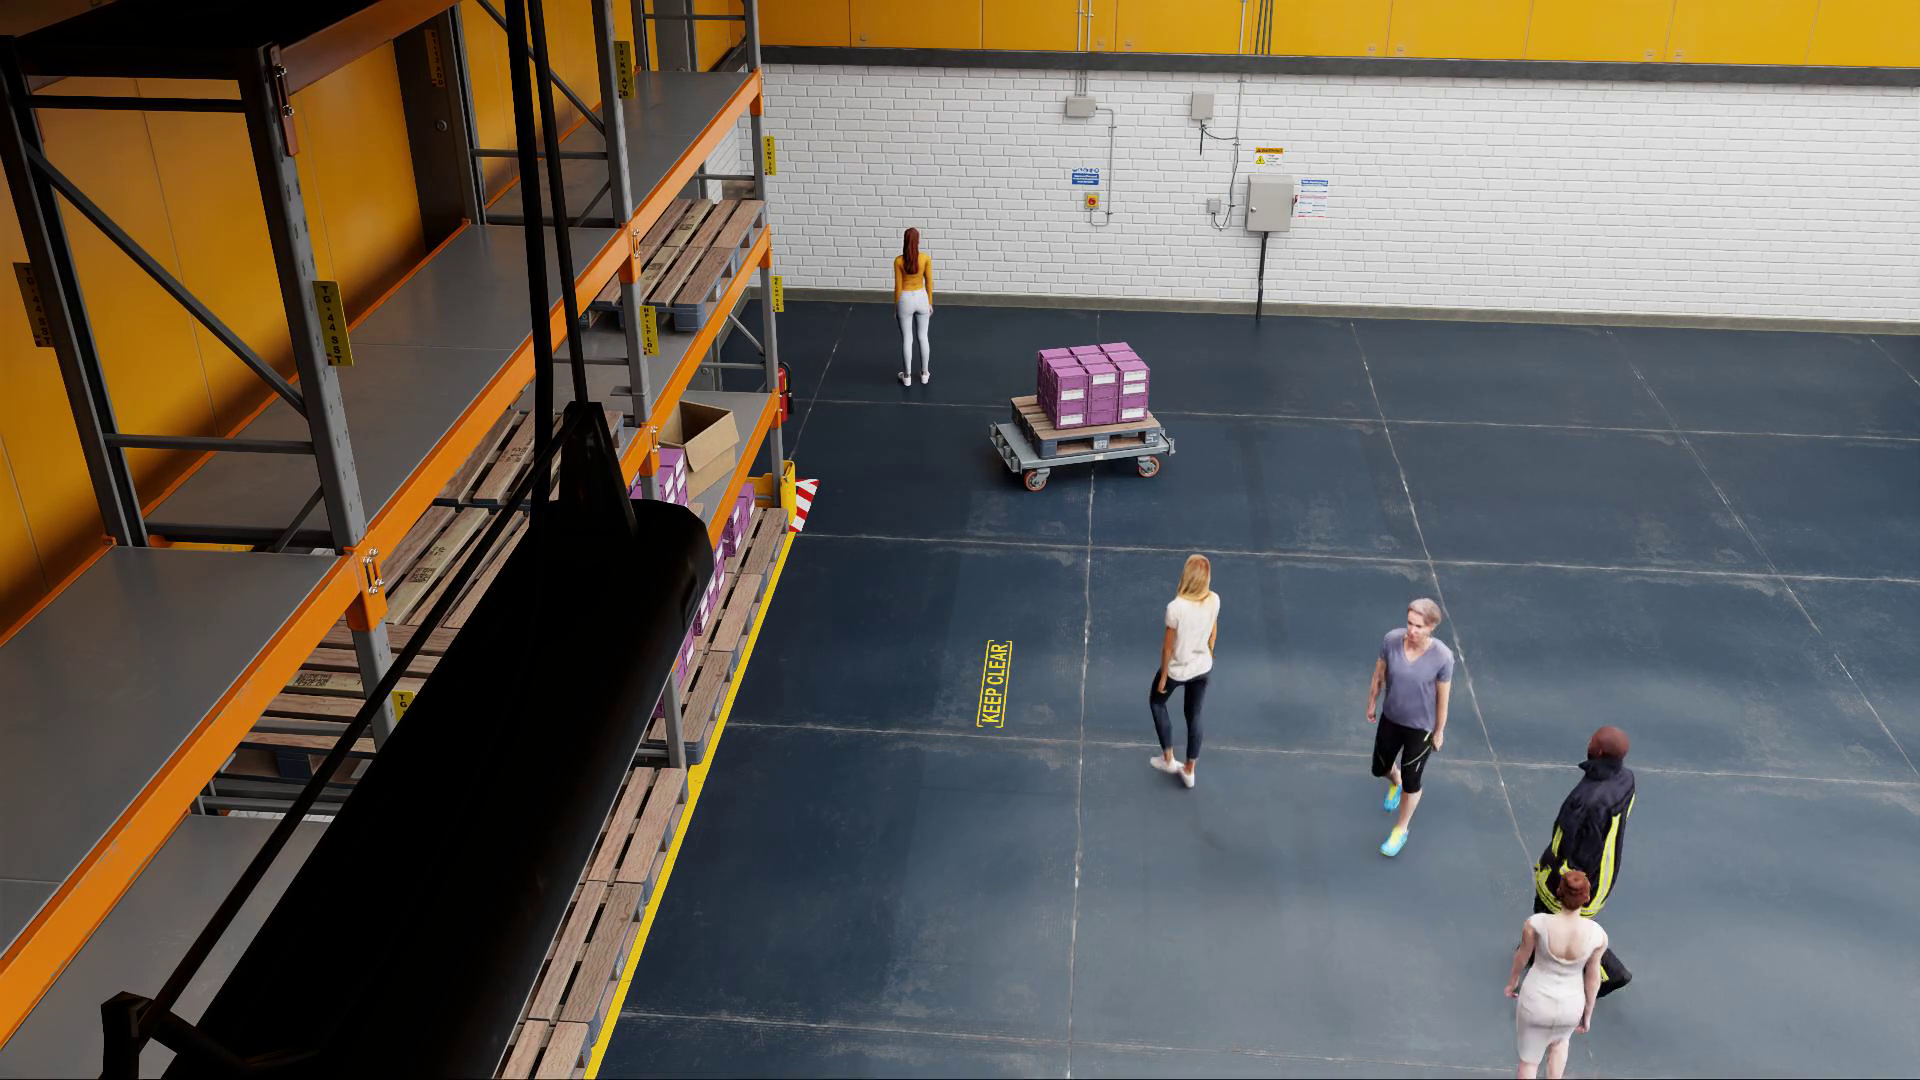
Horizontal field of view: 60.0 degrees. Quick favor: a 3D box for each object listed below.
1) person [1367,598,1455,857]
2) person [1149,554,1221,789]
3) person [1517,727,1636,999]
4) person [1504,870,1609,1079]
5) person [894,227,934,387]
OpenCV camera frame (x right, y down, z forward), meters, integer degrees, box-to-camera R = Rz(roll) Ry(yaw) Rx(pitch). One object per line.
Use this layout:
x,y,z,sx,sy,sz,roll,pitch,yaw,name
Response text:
2.991,1.163,10.946,0.947,1.870,1.042,18,33,30,person
1.600,0.953,11.411,0.738,1.793,0.765,-11,31,-20,person
3.712,1.898,9.667,1.092,1.805,1.059,22,36,34,person
3.047,2.490,8.605,0.625,1.782,0.635,7,29,12,person
-0.498,-2.503,17.791,0.656,1.751,0.657,-6,29,-12,person
